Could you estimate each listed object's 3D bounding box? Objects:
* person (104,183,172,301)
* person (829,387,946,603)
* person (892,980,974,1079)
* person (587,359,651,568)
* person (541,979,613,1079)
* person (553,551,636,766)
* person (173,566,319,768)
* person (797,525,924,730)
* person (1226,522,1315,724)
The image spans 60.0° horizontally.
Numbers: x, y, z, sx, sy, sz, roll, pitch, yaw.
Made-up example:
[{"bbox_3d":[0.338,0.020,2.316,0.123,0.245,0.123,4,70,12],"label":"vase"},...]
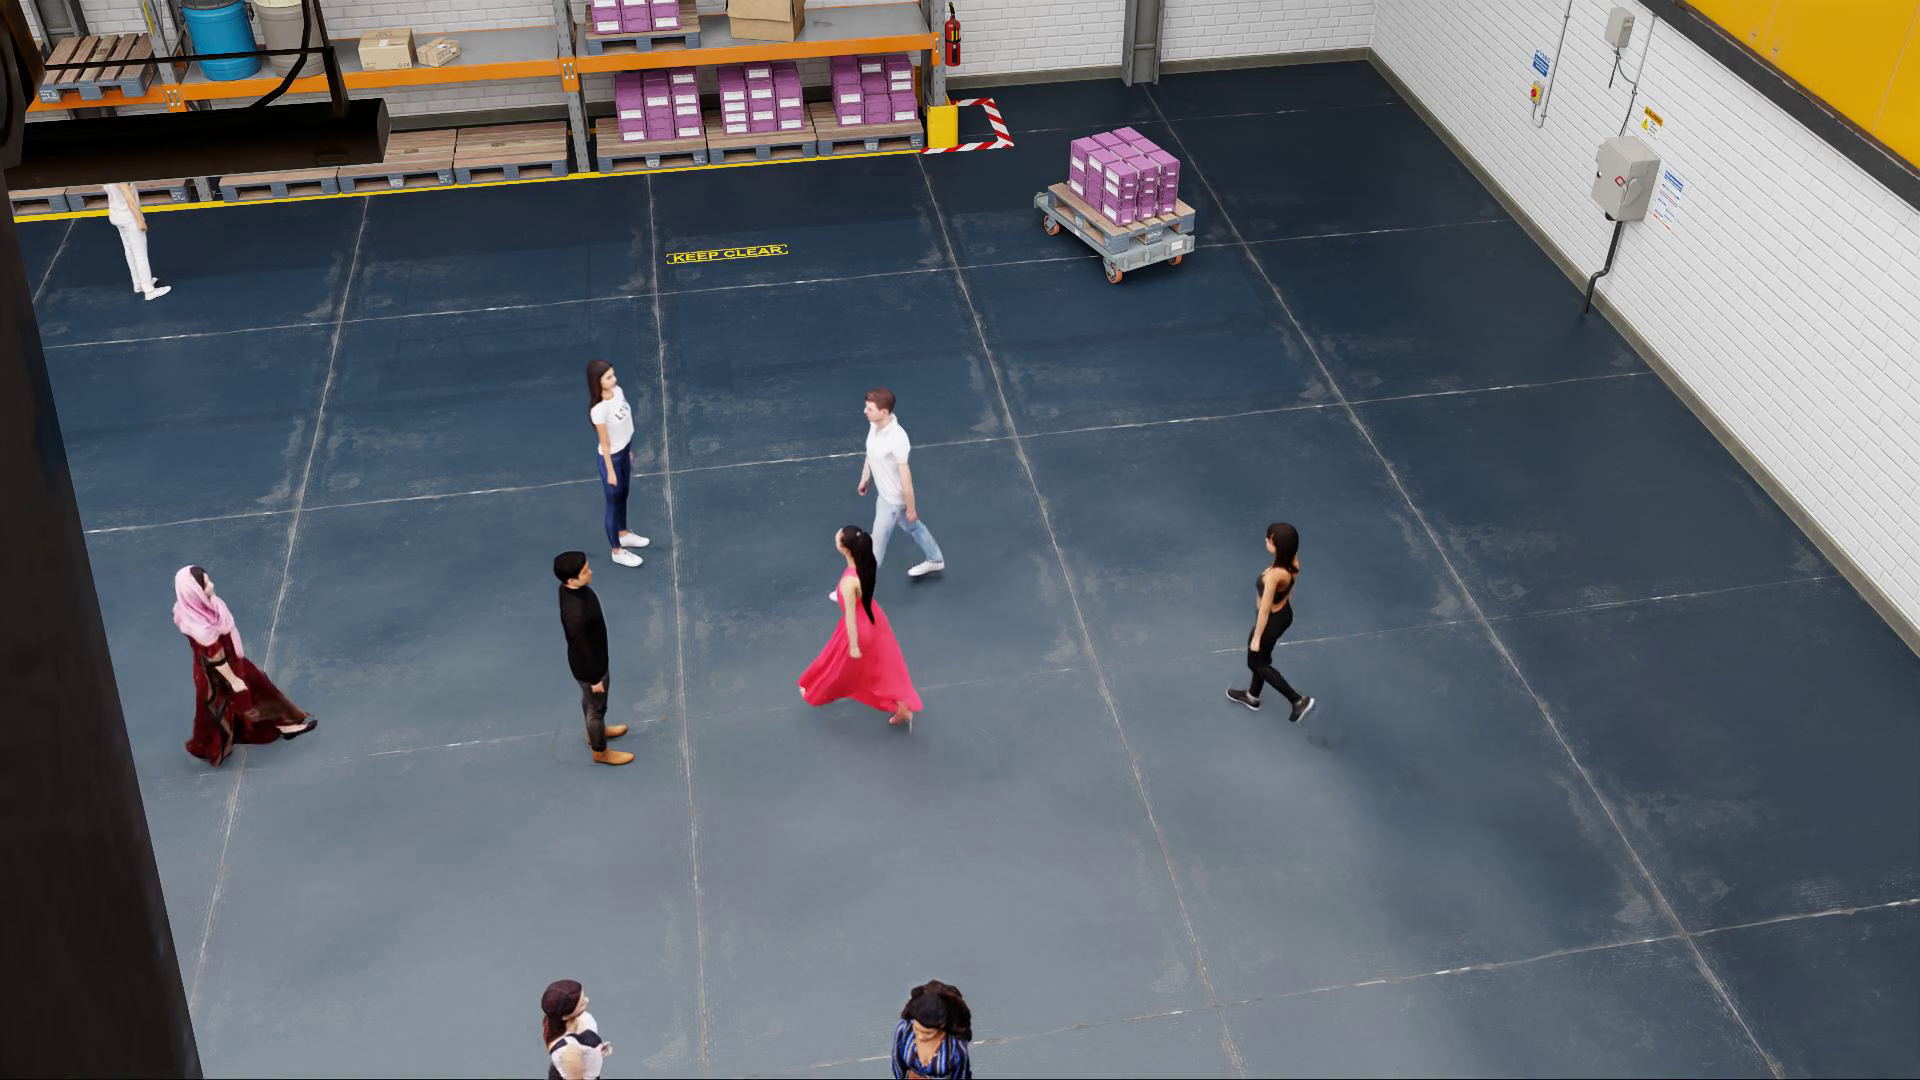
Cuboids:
[{"bbox_3d":[-7.967,-3.104,15.862,0.681,1.668,0.729,28,46,30],"label":"person"},{"bbox_3d":[-0.418,-0.356,12.314,1.243,1.801,0.828,-13,40,-15],"label":"person"},{"bbox_3d":[-0.124,2.809,8.495,0.648,1.622,0.757,12,40,15],"label":"person"},{"bbox_3d":[-2.636,-0.605,12.648,0.626,1.775,0.649,6,39,7],"label":"person"},{"bbox_3d":[-2.023,2.820,8.494,1.134,1.605,0.800,-19,43,-23],"label":"person"},{"bbox_3d":[-2.450,0.764,10.975,0.563,1.723,0.666,-10,40,-12],"label":"person"},{"bbox_3d":[-4.965,0.860,10.962,1.090,1.589,0.688,-9,40,-12],"label":"person"},{"bbox_3d":[-0.580,0.640,11.173,1.221,1.669,1.028,15,41,18],"label":"person"},{"bbox_3d":[2.170,0.597,11.255,0.953,1.634,0.882,23,44,26],"label":"person"}]
